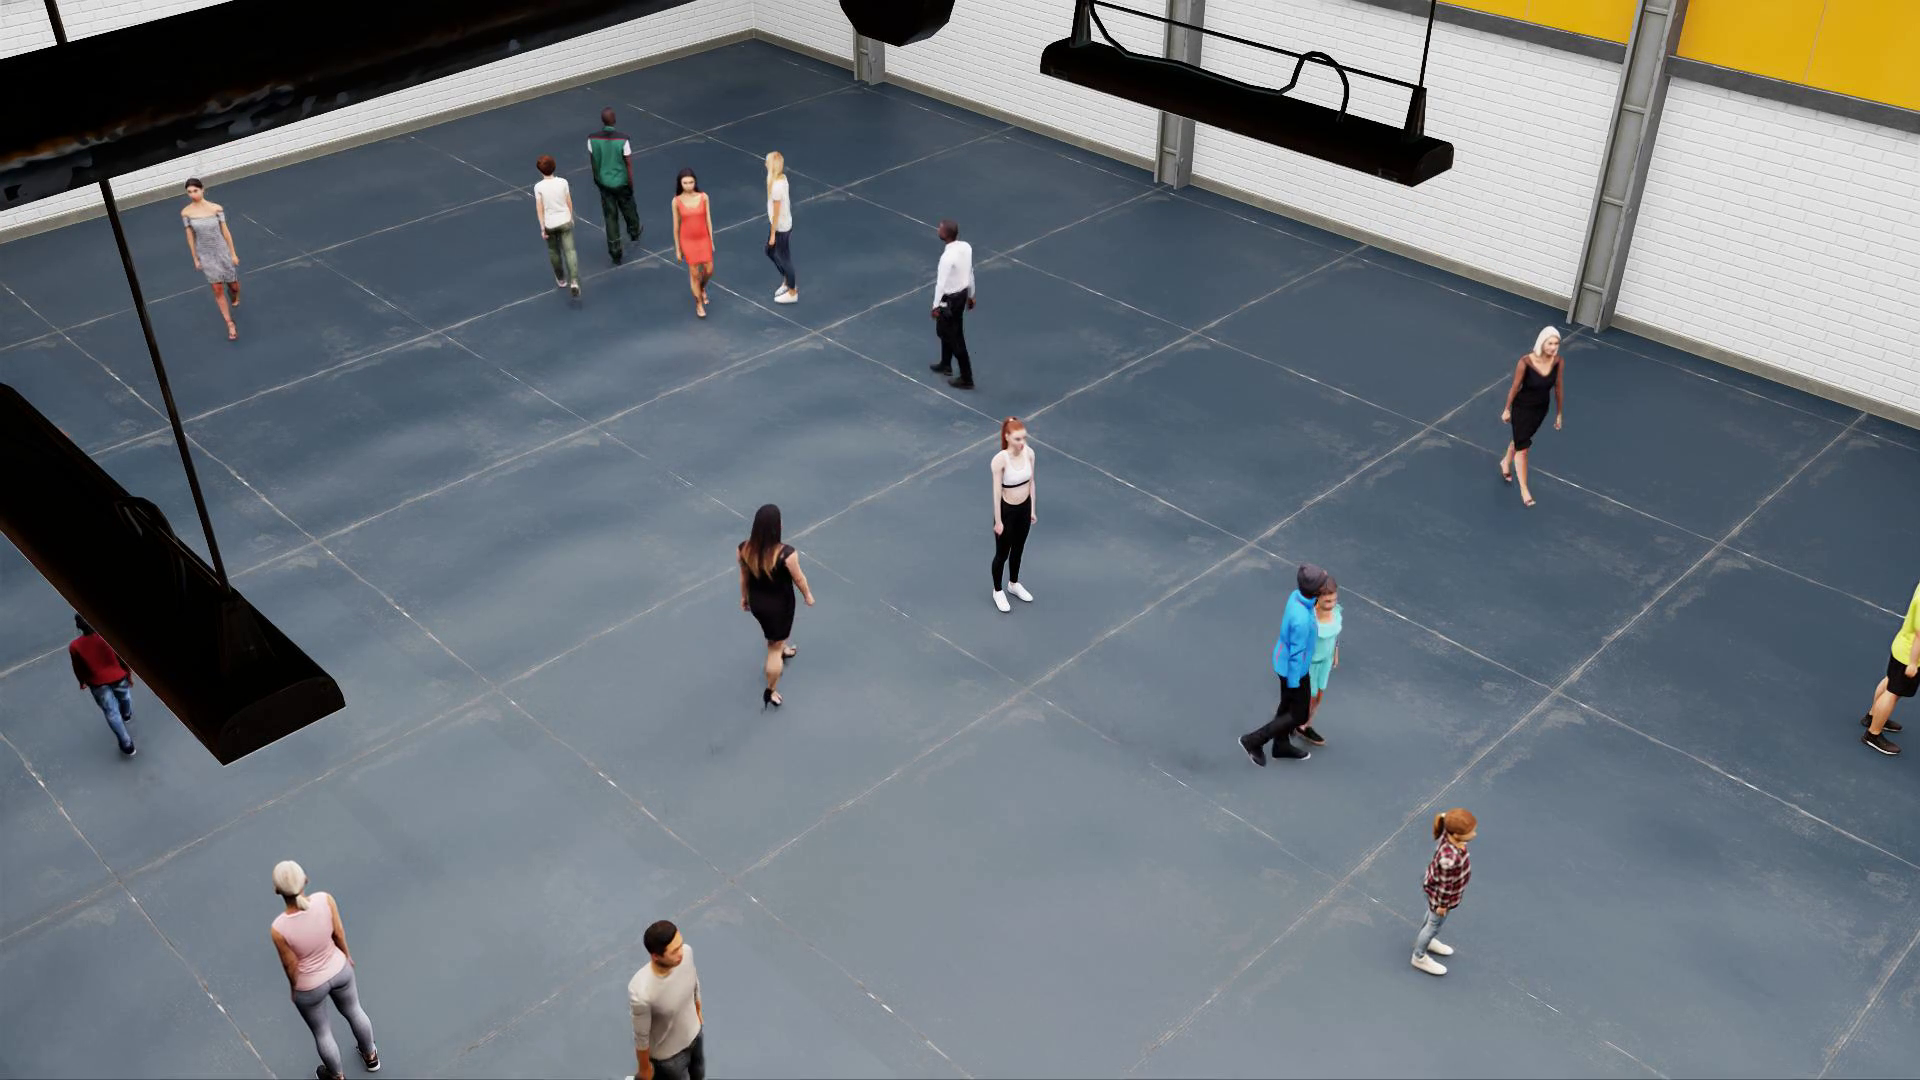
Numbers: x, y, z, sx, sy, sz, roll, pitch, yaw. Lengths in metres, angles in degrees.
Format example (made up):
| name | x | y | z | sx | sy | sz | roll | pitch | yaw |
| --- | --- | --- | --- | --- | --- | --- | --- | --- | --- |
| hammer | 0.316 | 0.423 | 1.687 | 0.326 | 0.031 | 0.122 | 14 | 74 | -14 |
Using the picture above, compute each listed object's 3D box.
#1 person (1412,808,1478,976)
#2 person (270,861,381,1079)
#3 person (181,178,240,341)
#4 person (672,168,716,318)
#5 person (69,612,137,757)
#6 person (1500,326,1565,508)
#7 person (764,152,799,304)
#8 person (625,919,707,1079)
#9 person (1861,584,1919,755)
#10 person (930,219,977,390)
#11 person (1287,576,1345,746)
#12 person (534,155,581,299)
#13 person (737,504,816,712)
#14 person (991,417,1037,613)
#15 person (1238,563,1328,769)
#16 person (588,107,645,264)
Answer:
| name | x | y | z | sx | sy | sz | roll | pitch | yaw |
| --- | --- | --- | --- | --- | --- | --- | --- | --- | --- |
| person | 3.070 | 2.199 | 10.578 | 0.606 | 1.305 | 0.590 | 13 | 36 | 18 |
| person | -3.727 | 2.538 | 9.689 | 0.494 | 1.725 | 0.551 | 28 | 42 | 35 |
| person | -8.084 | -3.087 | 18.081 | 0.841 | 1.803 | 0.987 | -10 | 35 | -15 |
| person | -2.971 | -3.339 | 18.548 | 0.732 | 1.706 | 0.794 | -12 | 35 | -17 |
| person | -6.334 | 1.063 | 12.362 | 0.592 | 1.222 | 0.886 | -22 | 40 | -30 |
| person | 5.228 | -1.210 | 15.355 | 1.027 | 1.694 | 1.155 | -4 | 34 | -6 |
| person | -1.913 | -3.504 | 18.712 | 0.791 | 1.799 | 0.724 | -1 | 34 | -1 |
| person | -1.678 | 2.756 | 9.300 | 1.005 | 1.792 | 0.819 | 18 | 38 | 25 |
| person | 7.066 | 0.793 | 12.330 | 0.609 | 1.708 | 0.674 | 17 | 37 | 24 |
| person | 0.020 | -2.386 | 17.015 | 0.916 | 1.816 | 0.809 | 17 | 37 | 24 |
| person | 2.575 | 0.868 | 12.362 | 0.676 | 1.547 | 0.699 | -23 | 40 | -30 |
| person | -4.556 | -3.553 | 18.935 | 0.878 | 1.634 | 1.129 | -11 | 35 | -16 |
| person | -1.462 | 0.563 | 12.697 | 0.997 | 1.684 | 0.933 | 15 | 36 | 21 |
| person | 0.431 | -0.226 | 13.834 | 0.619 | 1.740 | 0.574 | -22 | 39 | -29 |
| person | 2.326 | 0.919 | 12.070 | 0.923 | 1.786 | 0.855 | 3 | 34 | 5 |
| person | -4.129 | -4.172 | 19.723 | 1.184 | 1.793 | 1.192 | 3 | 34 | 4 |
